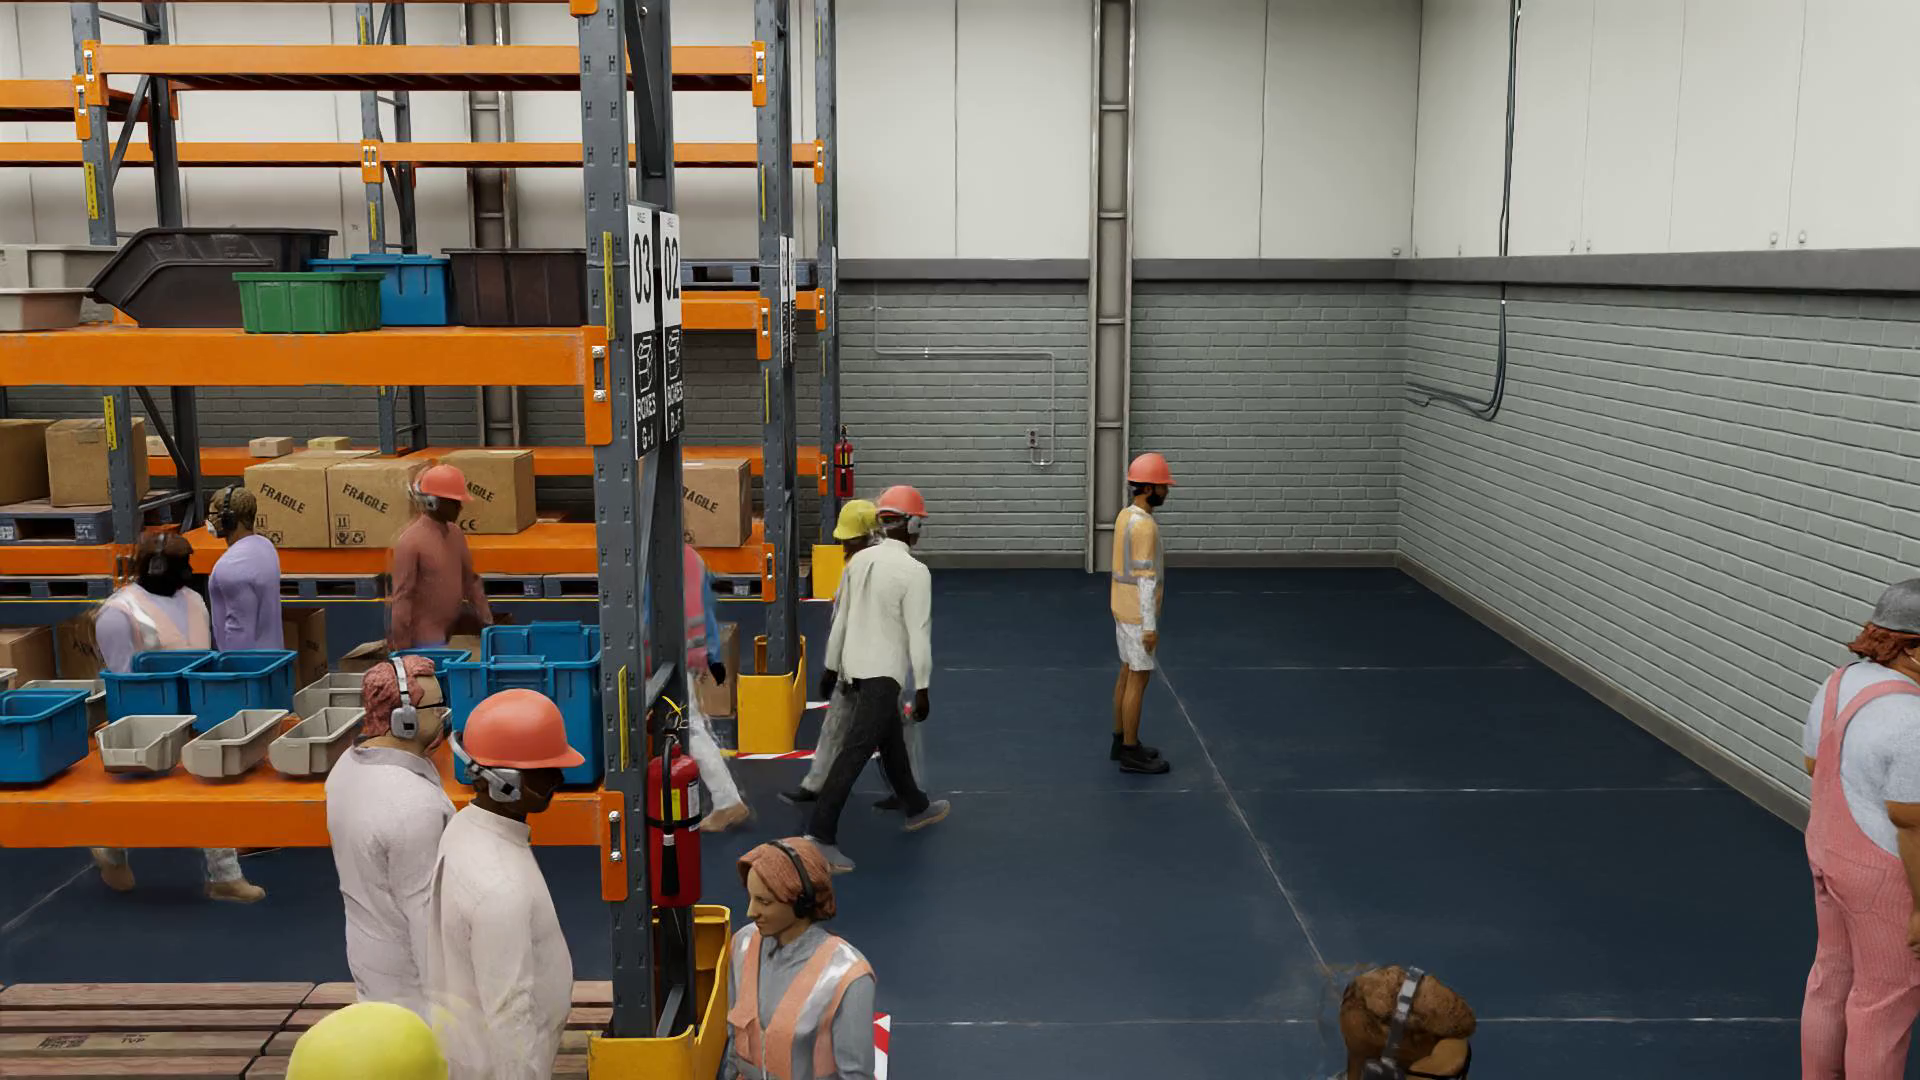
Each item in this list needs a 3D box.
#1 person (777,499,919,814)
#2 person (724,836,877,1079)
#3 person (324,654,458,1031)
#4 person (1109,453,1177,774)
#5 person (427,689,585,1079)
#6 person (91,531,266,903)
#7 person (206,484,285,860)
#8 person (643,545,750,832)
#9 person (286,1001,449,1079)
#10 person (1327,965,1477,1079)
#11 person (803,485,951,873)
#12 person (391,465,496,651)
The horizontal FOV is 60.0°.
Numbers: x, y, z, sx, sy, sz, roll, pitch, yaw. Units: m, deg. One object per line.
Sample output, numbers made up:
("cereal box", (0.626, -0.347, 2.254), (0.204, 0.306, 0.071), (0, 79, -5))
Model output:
("person", (-0.601, 0.666, 9.146), (0.878, 1.781, 0.581), (-5, 10, -26))
("person", (-0.400, 1.540, 4.249), (0.524, 1.630, 0.313), (8, 12, 41))
("person", (-1.624, 1.280, 4.985), (0.409, 1.907, 0.651), (-7, 12, -38))
("person", (1.109, 0.437, 10.069), (0.380, 1.932, 0.553), (-1, 9, -7))
("person", (-1.154, 1.353, 4.321), (0.407, 1.981, 0.625), (-4, 10, -22))
("person", (-3.787, 0.853, 7.929), (0.821, 1.799, 0.630), (4, 10, 23))
("person", (-3.683, 0.674, 8.603), (0.359, 1.938, 0.635), (-1, 9, -9))
("person", (-1.564, 0.677, 9.088), (0.989, 1.791, 0.675), (4, 10, 23))
("person", (-0.920, 1.645, 2.911), (1.007, 1.854, 0.643), (-1, 9, -9))
("person", (0.647, 1.628, 3.139), (0.756, 1.816, 0.534), (3, 10, 15))
("person", (-0.439, 0.691, 8.617), (1.110, 1.921, 0.667), (-7, 11, -36))
("person", (-2.940, 0.525, 9.519), (1.058, 1.921, 0.633), (1, 9, 7))
